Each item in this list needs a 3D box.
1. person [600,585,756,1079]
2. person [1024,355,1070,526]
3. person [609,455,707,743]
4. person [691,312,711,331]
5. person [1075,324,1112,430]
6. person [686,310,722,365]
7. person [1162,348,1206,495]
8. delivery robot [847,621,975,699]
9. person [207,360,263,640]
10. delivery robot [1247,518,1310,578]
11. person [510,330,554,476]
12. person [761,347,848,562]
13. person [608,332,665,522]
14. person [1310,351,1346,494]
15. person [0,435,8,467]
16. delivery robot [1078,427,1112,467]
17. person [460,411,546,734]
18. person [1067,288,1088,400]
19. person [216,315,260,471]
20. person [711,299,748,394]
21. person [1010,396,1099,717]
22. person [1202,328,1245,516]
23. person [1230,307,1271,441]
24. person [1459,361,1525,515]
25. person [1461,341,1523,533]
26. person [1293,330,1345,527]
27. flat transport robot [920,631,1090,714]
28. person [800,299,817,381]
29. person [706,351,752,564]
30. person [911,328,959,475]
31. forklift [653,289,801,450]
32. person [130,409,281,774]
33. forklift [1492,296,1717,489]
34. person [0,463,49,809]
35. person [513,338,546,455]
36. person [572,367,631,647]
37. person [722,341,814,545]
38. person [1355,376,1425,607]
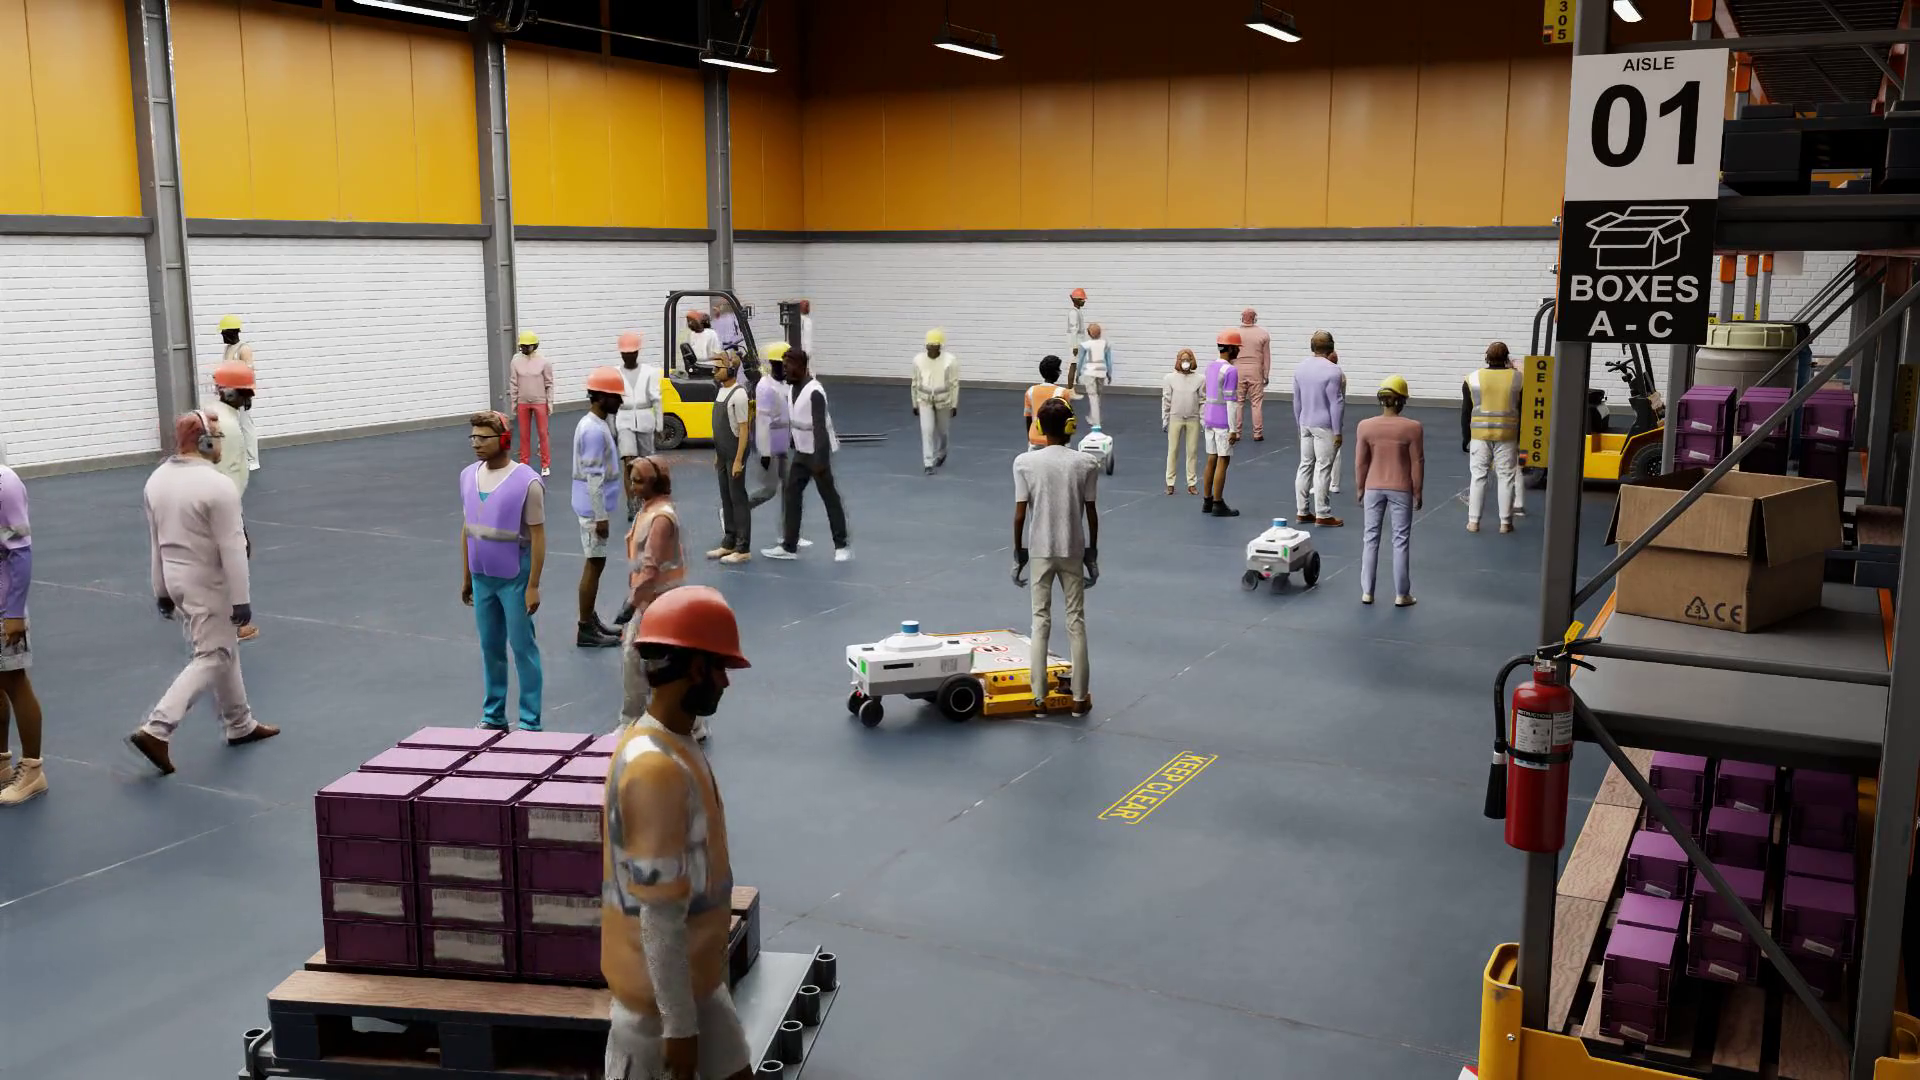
[{"bbox_3d":[-0.810,1.057,4.113,0.926,1.881,0.587,0,10,-2],"label":"person"},{"bbox_3d":[0.865,-0.956,16.258,0.537,1.695,0.320,8,13,39],"label":"person"},{"bbox_3d":[-1.636,0.347,8.955,0.550,1.615,0.533,-4,11,-23],"label":"person"},{"bbox_3d":[-3.806,-2.448,24.545,0.739,1.821,0.642,-3,10,-19],"label":"person"},{"bbox_3d":[2.015,-2.510,25.510,0.545,1.595,0.824,-4,10,-20],"label":"person"},{"bbox_3d":[-3.720,-2.424,24.287,0.616,1.852,0.569,4,11,23],"label":"person"},{"bbox_3d":[2.494,-1.312,18.507,0.504,1.633,0.279,0,10,1],"label":"person"},{"bbox_3d":[-0.288,0.712,9.636,0.707,0.478,0.477,-3,10,-19],"label":"delivery robot"},{"bbox_3d":[-5.027,-0.262,11.479,0.495,1.964,0.672,-5,11,-29],"label":"person"},{"bbox_3d":[2.563,0.071,13.346,0.477,0.478,0.707,5,11,27],"label":"delivery robot"},{"bbox_3d":[-5.147,-1.637,20.007,0.528,1.765,0.328,1,10,4],"label":"person"},{"bbox_3d":[-1.333,-0.737,14.511,0.708,1.876,0.621,-6,12,-32],"label":"person"},{"bbox_3d":[-3.314,-1.173,16.963,0.562,1.901,0.963,-2,10,-13],"label":"person"},{"bbox_3d":[4.071,-1.316,18.511,0.525,1.639,0.307,-6,11,-30],"label":"person"},{"bbox_3d":[-6.265,-0.086,10.438,0.613,1.965,0.361,1,10,5],"label":"person"},{"bbox_3d":[1.660,-1.140,20.353,0.477,0.478,0.707,2,10,12],"label":"delivery robot"},{"bbox_3d":[-2.483,0.212,9.065,0.564,1.846,0.389,5,11,28],"label":"person"},{"bbox_3d":[2.153,-3.589,30.500,0.392,2.041,0.615,1,10,6],"label":"person"},{"bbox_3d":[-8.911,-1.804,20.504,0.595,1.925,0.375,9,13,42],"label":"person"},{"bbox_3d":[-4.304,-3.444,30.199,0.636,1.867,0.985,9,13,43],"label":"person"},{"bbox_3d":[0.548,0.104,9.642,0.520,1.865,0.335,0,10,2],"label":"person"},{"bbox_3d":[2.708,-1.201,17.028,0.390,1.930,0.539,-3,10,-19],"label":"person"},{"bbox_3d":[4.114,-2.359,23.774,0.637,1.911,0.403,2,10,13],"label":"person"},{"bbox_3d":[5.592,-1.074,17.255,0.521,1.588,0.851,-4,11,-24],"label":"person"},{"bbox_3d":[5.144,-0.981,16.021,0.631,1.849,0.429,3,10,18],"label":"person"},{"bbox_3d":[3.538,-1.093,16.354,0.367,1.940,0.634,-6,11,-30],"label":"person"},{"bbox_3d":[0.230,0.784,10.307,0.652,0.197,1.431,-3,10,-19],"label":"flat transport robot"},{"bbox_3d":[-2.921,-3.473,30.425,0.591,1.850,0.957,9,13,43],"label":"person"},{"bbox_3d":[-2.002,-0.718,14.454,0.344,1.846,0.507,-6,11,-31],"label":"person"},{"bbox_3d":[-0.298,-1.722,20.456,0.591,1.798,0.846,1,10,4],"label":"person"},{"bbox_3d":[-3.358,-2.392,23.136,2.313,2.155,1.214,-1,10,-5],"label":"forklift"},{"bbox_3d":[-4.023,0.253,8.759,0.654,1.878,0.889,6,12,32],"label":"person"},{"bbox_3d":[7.296,-1.677,18.993,2.313,2.155,1.214,5,11,27],"label":"forklift"},{"bbox_3d":[-4.737,0.289,8.058,0.609,2.040,0.395,6,11,31],"label":"person"},{"bbox_3d":[-5.720,-1.937,22.123,0.500,1.632,0.286,3,10,15],"label":"person"},{"bbox_3d":[-2.446,-0.225,11.407,0.419,1.920,0.546,-1,10,-9],"label":"person"},{"bbox_3d":[-1.778,-0.878,15.258,0.786,1.899,0.606,3,10,17],"label":"person"},{"bbox_3d":[3.276,-0.369,12.686,0.523,1.759,0.328,5,11,28],"label":"person"}]
